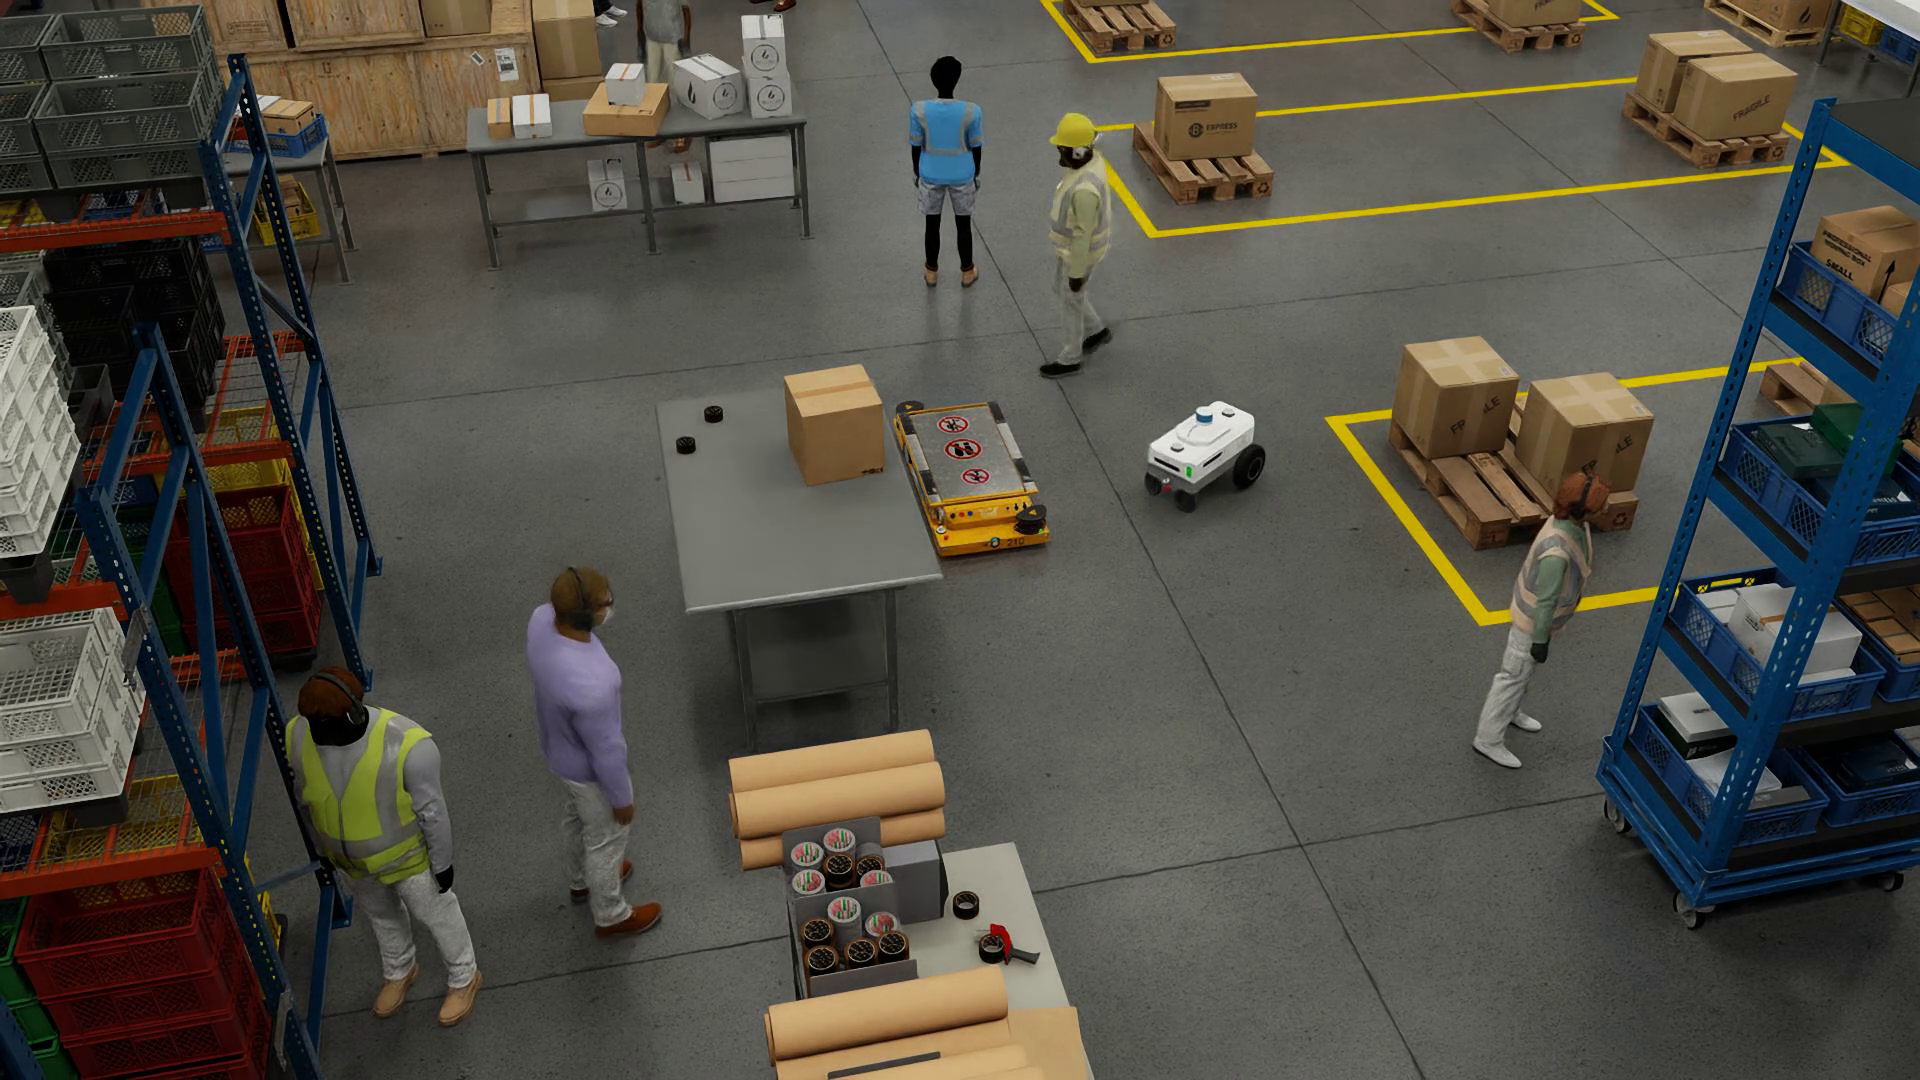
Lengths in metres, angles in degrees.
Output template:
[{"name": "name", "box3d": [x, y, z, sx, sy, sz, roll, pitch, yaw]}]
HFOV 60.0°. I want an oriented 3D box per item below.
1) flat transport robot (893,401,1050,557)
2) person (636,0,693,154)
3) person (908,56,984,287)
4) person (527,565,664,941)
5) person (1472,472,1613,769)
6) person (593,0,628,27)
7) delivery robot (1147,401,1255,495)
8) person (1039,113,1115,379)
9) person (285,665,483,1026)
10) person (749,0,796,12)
[{"name": "flat transport robot", "box3d": [0.046, -0.430, 10.108, 0.652, 0.197, 1.431, -8, 37, -10]}, {"name": "person", "box3d": [-2.454, -4.130, 13.759, 0.524, 1.865, 0.315, 13, 39, 17]}, {"name": "person", "box3d": [-0.097, -2.598, 11.834, 0.531, 1.697, 0.322, 4, 37, 5]}, {"name": "person", "box3d": [-1.527, 0.907, 6.938, 0.394, 1.925, 0.640, -21, 41, -25]}, {"name": "person", "box3d": [2.774, 0.364, 7.915, 0.318, 1.632, 0.509, 19, 41, 24]}, {"name": "person", "box3d": [-3.600, -6.018, 16.261, 0.391, 1.910, 0.586, 7, 37, 9]}, {"name": "delivery robot", "box3d": [1.448, -0.570, 9.985, 0.477, 0.478, 0.707, 29, 45, 33]}, {"name": "person", "box3d": [0.775, -1.901, 10.796, 0.444, 1.816, 0.631, 3, 37, 5]}, {"name": "person", "box3d": [-2.294, 1.223, 6.592, 0.629, 1.837, 0.429, 7, 37, 10]}, {"name": "person", "box3d": [-1.901, -6.285, 16.623, 0.407, 1.902, 0.639, -31, 46, -35]}]
